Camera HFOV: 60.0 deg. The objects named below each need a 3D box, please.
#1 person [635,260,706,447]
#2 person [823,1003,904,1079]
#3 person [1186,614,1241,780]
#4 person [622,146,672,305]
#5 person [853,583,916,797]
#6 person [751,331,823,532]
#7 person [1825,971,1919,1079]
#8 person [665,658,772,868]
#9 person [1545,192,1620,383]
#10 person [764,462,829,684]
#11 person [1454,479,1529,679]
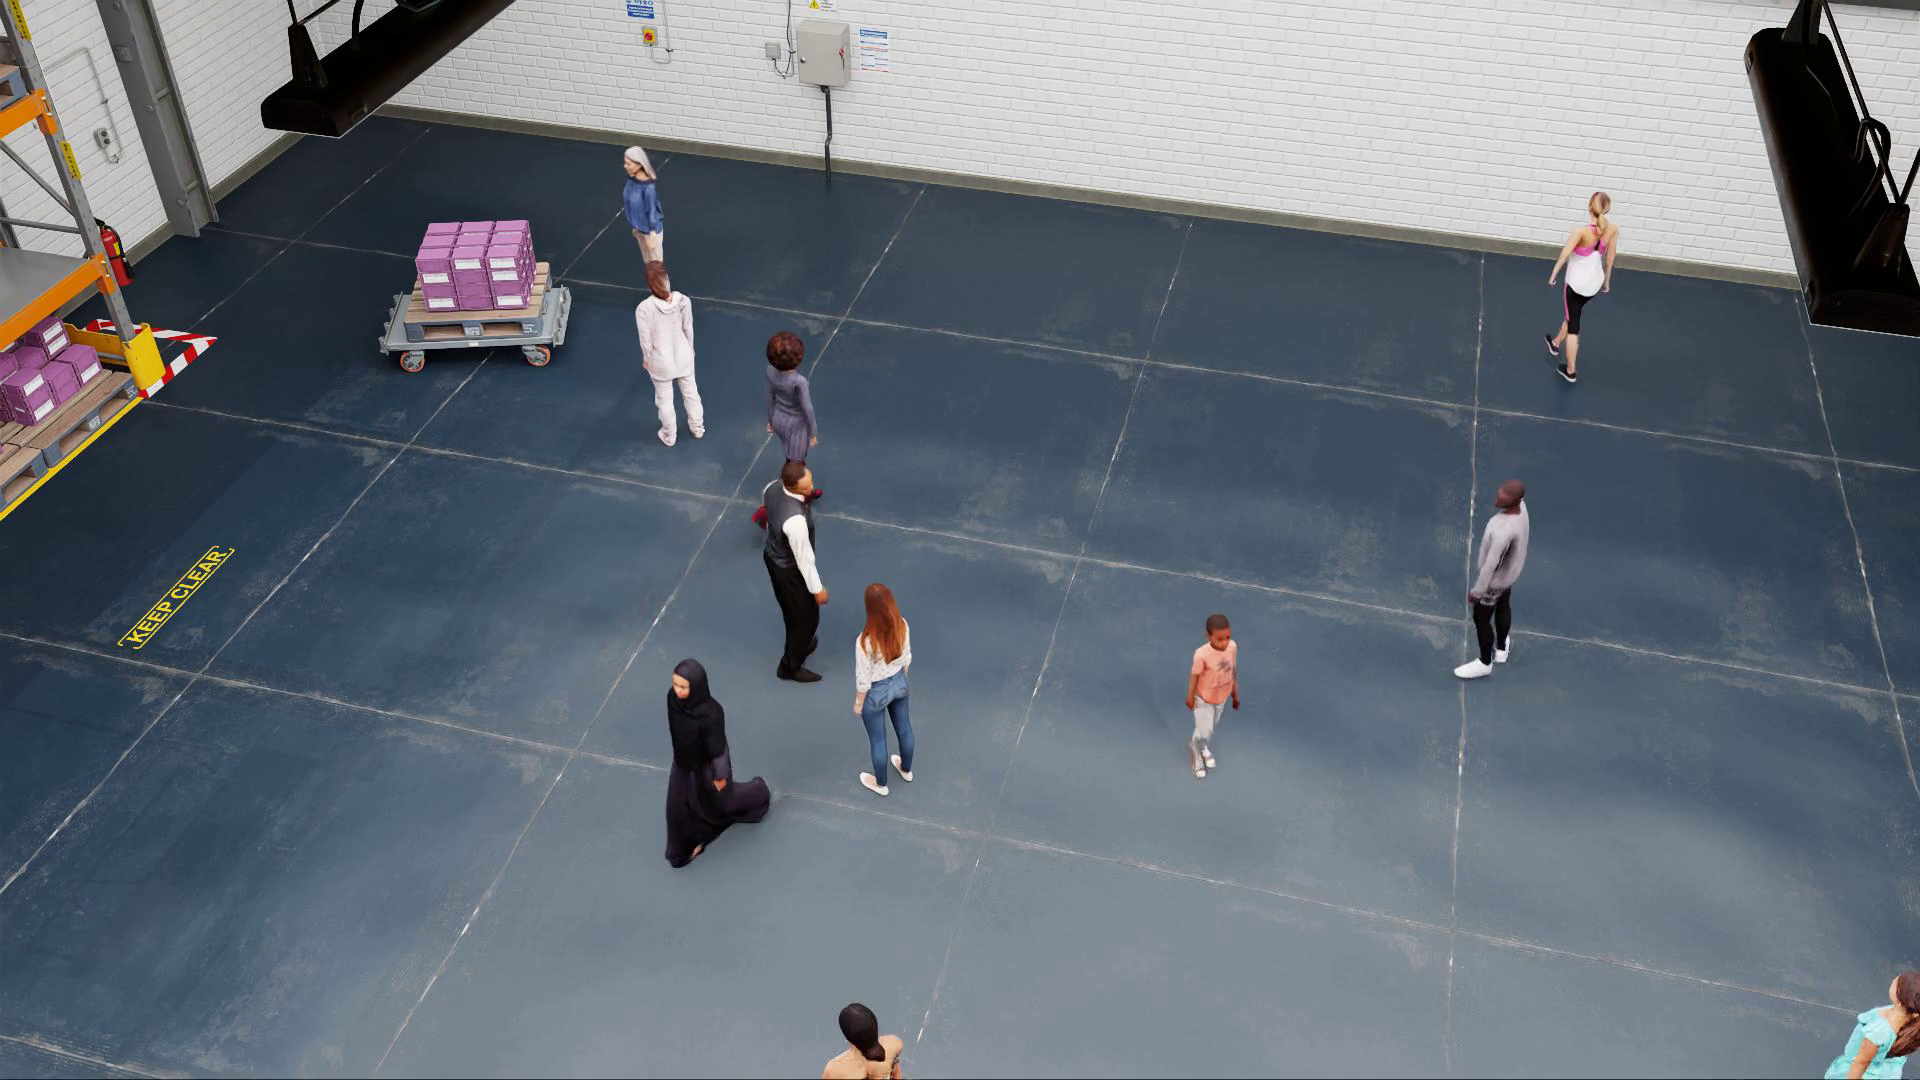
[{"bbox_3d":[-2.440,-1.557,14.003,0.725,1.689,0.767,-16,41,-19],"label":"person"},{"bbox_3d":[-0.395,2.986,8.221,0.871,1.805,0.945,-17,42,-20],"label":"person"},{"bbox_3d":[1.654,0.973,11.147,0.584,1.299,0.640,-17,42,-20],"label":"person"},{"bbox_3d":[-2.940,-2.934,15.719,0.756,1.699,0.713,-24,44,-27],"label":"person"},{"bbox_3d":[-0.487,0.970,10.809,0.626,1.725,0.712,-26,45,-28],"label":"person"},{"bbox_3d":[-1.383,-0.822,13.083,0.889,1.688,1.156,27,46,30],"label":"person"},{"bbox_3d":[4.776,2.821,8.639,0.789,1.542,1.025,-6,39,-7],"label":"person"},{"bbox_3d":[-1.563,1.330,10.460,0.886,1.599,1.115,27,46,29],"label":"person"},{"bbox_3d":[5.553,-2.199,14.745,0.874,1.766,1.033,-6,39,-8],"label":"person"},{"bbox_3d":[-1.179,0.177,11.665,0.922,1.896,0.863,-31,48,-33],"label":"person"},{"bbox_3d":[3.850,0.238,11.706,0.942,1.750,0.673,30,48,32],"label":"person"}]
